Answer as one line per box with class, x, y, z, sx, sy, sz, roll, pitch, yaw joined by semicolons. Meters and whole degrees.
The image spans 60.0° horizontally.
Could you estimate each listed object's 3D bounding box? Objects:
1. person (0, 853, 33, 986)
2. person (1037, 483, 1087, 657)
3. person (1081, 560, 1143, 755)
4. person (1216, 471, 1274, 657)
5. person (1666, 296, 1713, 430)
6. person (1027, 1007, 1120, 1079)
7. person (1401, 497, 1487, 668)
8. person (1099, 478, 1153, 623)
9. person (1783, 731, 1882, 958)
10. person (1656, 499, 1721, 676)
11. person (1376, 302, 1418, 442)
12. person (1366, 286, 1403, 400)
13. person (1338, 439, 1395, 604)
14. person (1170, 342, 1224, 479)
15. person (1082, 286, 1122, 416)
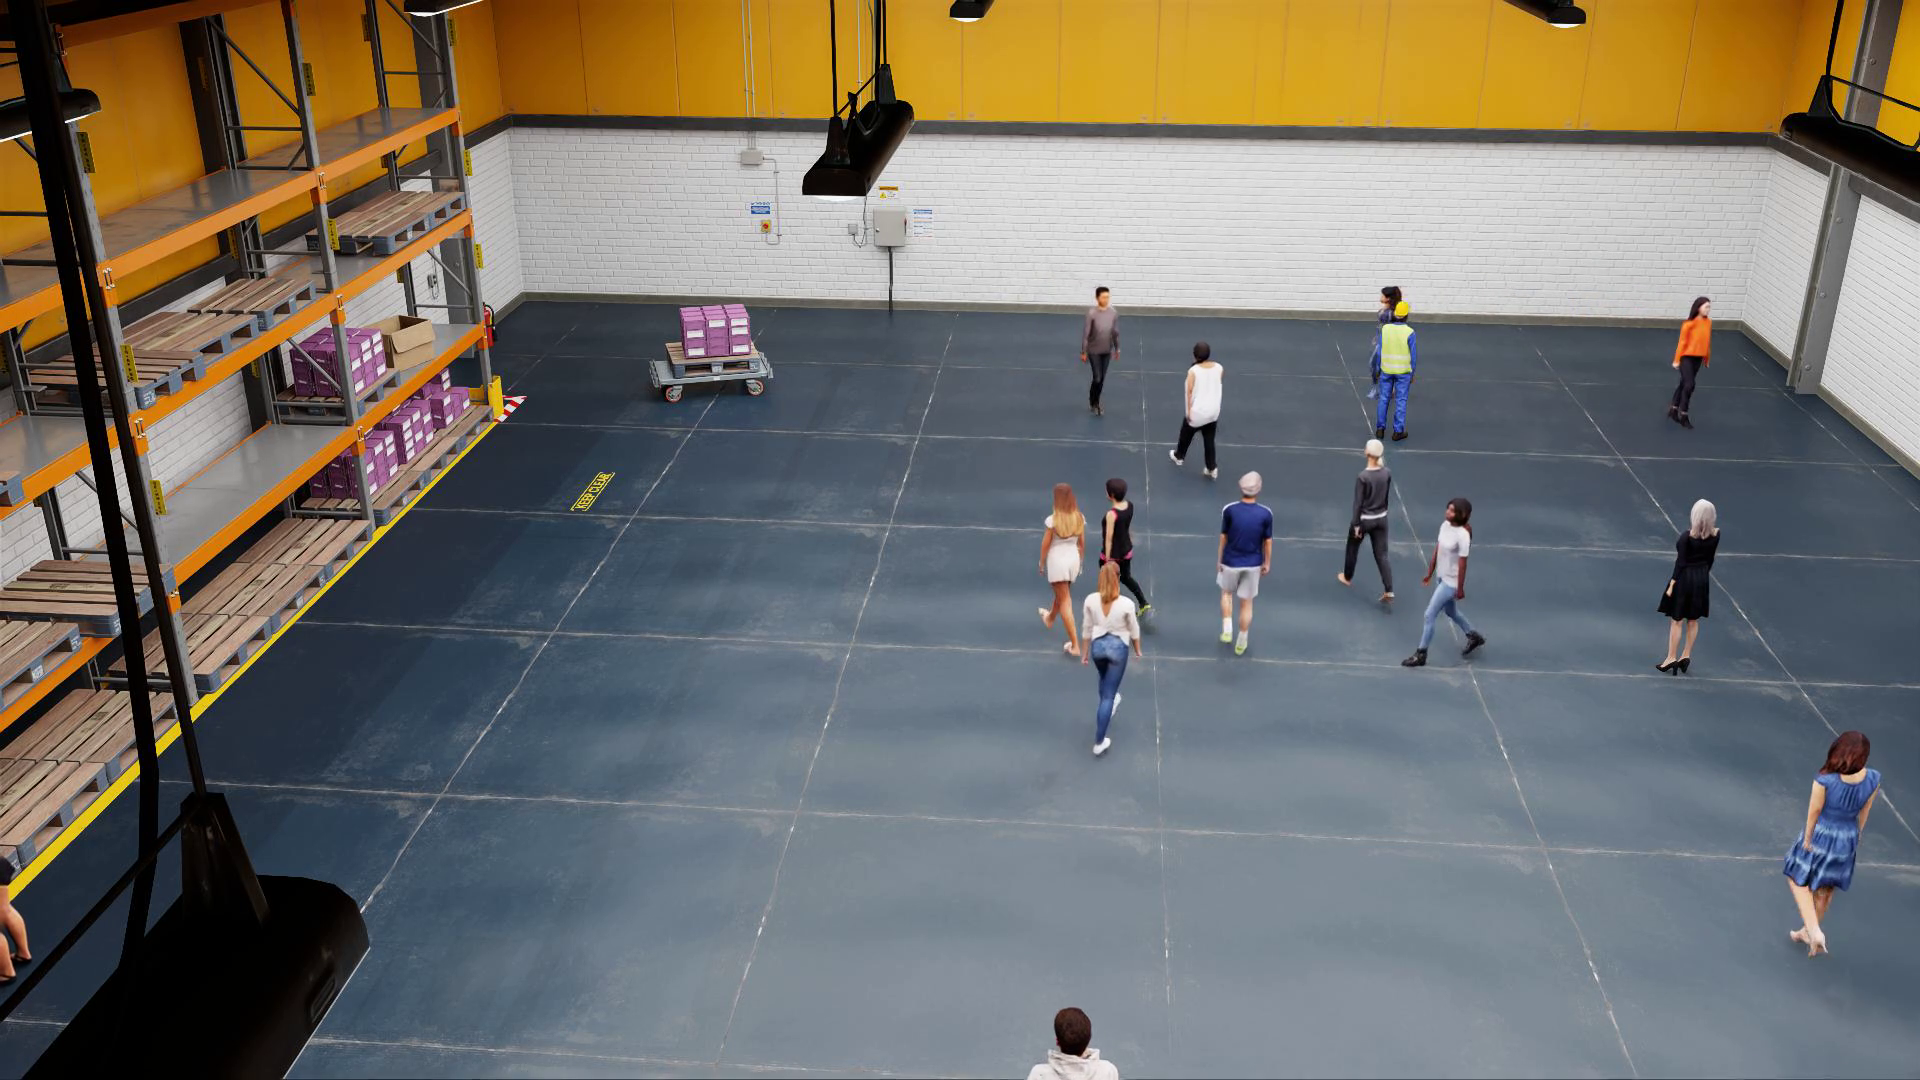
person;-6.714;2.279;11.371;0.647;1.673;0.511;0;24;1
person;1.021;0.311;15.912;0.969;1.643;1.190;-11;26;-24
person;1.246;1.034;14.209;0.888;1.682;1.159;12;26;25
person;2.681;0.255;15.816;0.671;1.822;0.616;4;24;8
person;9.568;-2.379;21.958;0.816;1.730;0.889;-11;26;-23
person;0.600;3.337;8.766;0.947;1.822;1.156;-8;25;-18
person;4.674;0.396;15.664;0.833;1.685;1.115;-3;24;-8
person;1.616;0.126;16.474;0.950;1.531;0.932;21;31;40
person;6.041;2.161;11.495;0.685;1.790;0.833;-1;24;-2
person;6.795;0.431;15.507;0.684;1.746;0.683;-7;24;-15
person;5.602;-2.183;21.402;0.739;1.814;0.715;11;26;24
person;5.932;-2.704;22.855;0.683;1.605;0.565;4;24;9
person;4.238;-0.178;16.968;0.837;1.693;1.169;-6;24;-13
person;2.958;-1.550;20.164;0.982;1.647;1.176;-10;25;-21
person;1.838;-2.557;22.324;0.776;1.761;0.770;0;24;1
